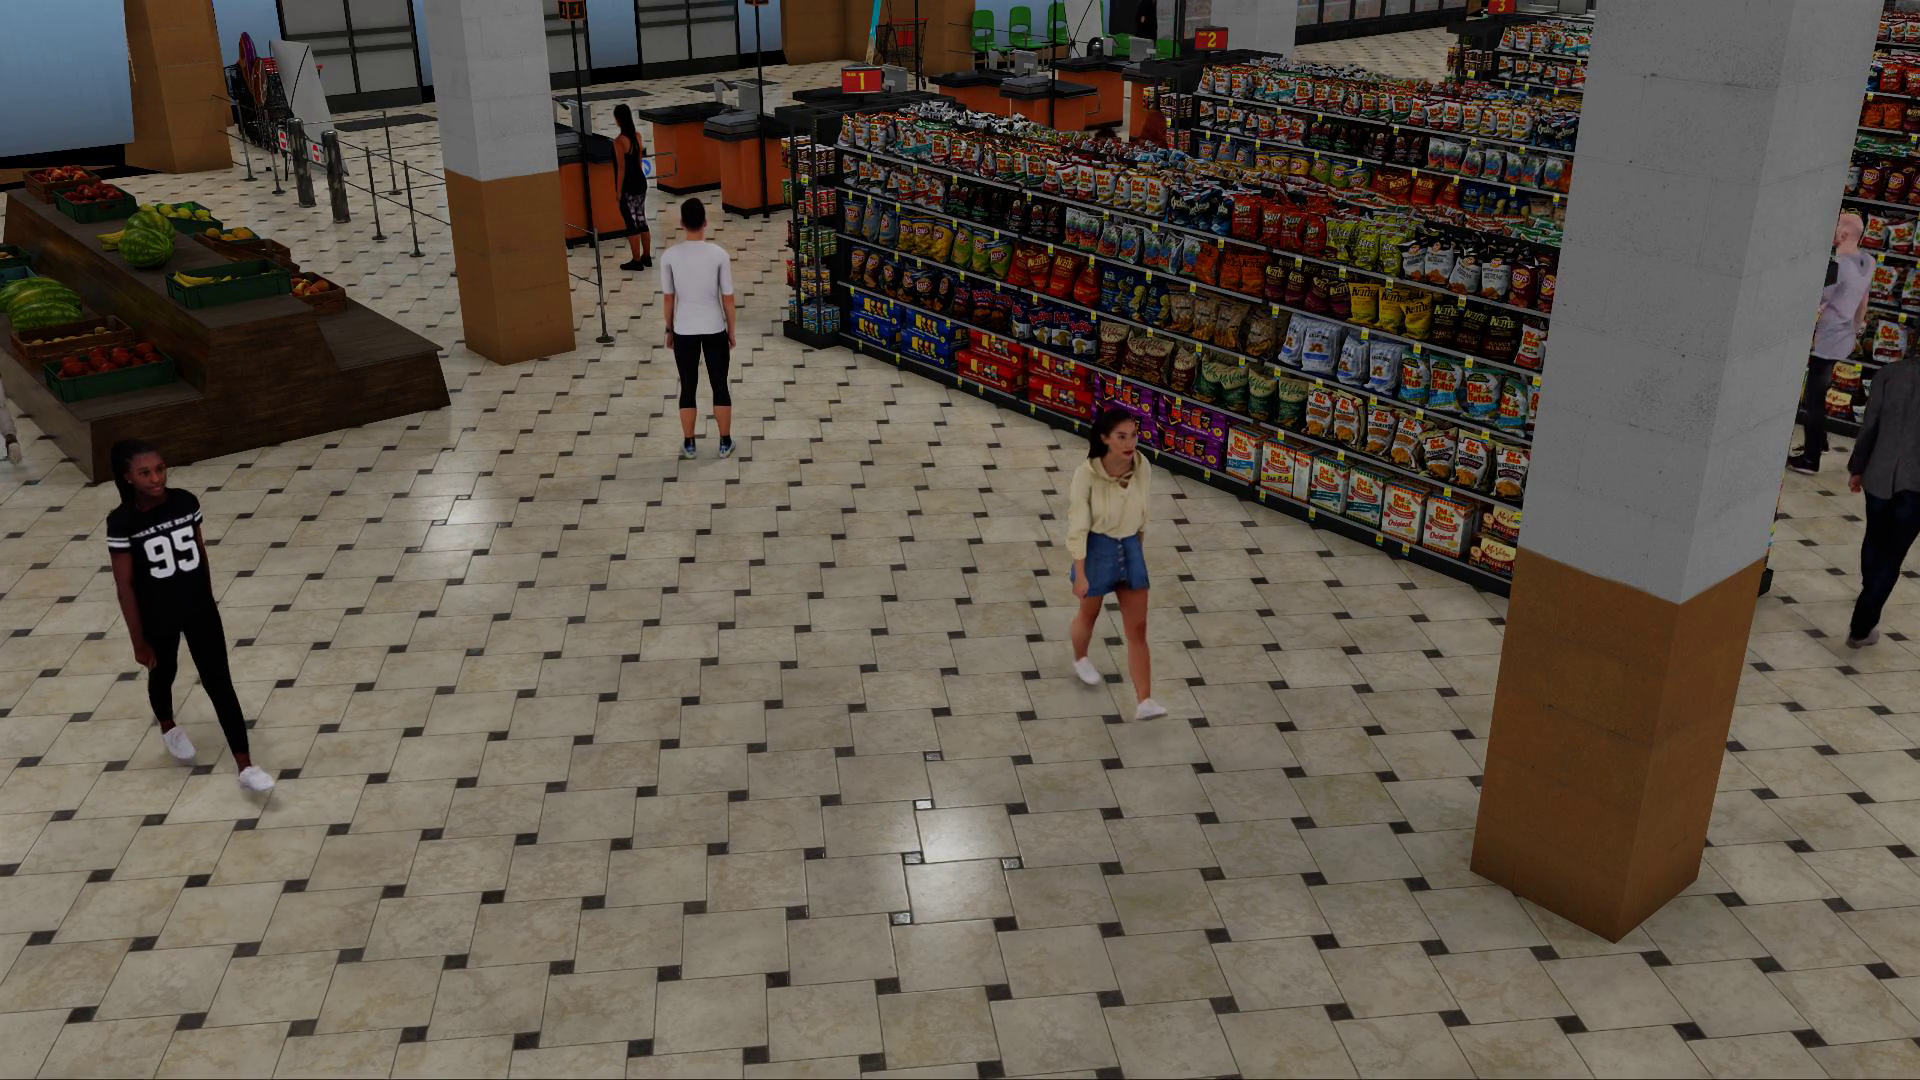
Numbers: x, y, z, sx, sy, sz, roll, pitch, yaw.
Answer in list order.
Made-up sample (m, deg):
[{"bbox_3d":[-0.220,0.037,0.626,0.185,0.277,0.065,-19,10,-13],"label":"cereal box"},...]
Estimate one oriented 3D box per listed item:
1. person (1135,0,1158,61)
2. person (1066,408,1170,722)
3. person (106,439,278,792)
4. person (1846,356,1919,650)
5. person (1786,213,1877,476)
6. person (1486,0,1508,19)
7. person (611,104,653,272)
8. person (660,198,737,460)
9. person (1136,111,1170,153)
[{"bbox_3d":[3.241,-8.793,28.664,0.636,1.683,0.681,17,29,33],"label":"person"},{"bbox_3d":[0.718,0.097,8.479,0.886,1.577,1.195,-9,25,-21],"label":"person"},{"bbox_3d":[-3.713,0.357,7.760,1.228,1.677,0.782,18,29,35],"label":"person"},{"bbox_3d":[5.087,-0.275,9.028,0.812,1.820,1.151,-21,31,-39],"label":"person"},{"bbox_3d":[6.015,-1.307,11.383,0.661,1.822,0.618,-17,29,-33],"label":"person"},{"bbox_3d":[9.276,-8.777,28.721,1.027,1.606,1.102,1,24,3],"label":"person"},{"bbox_3d":[-3.306,-3.555,16.716,0.654,1.664,0.658,9,25,21],"label":"person"},{"bbox_3d":[-1.836,-1.483,11.753,0.731,1.848,0.749,-2,24,-4],"label":"person"},{"bbox_3d":[1.761,-3.119,15.571,0.627,1.784,0.627,-11,26,-23],"label":"person"}]
